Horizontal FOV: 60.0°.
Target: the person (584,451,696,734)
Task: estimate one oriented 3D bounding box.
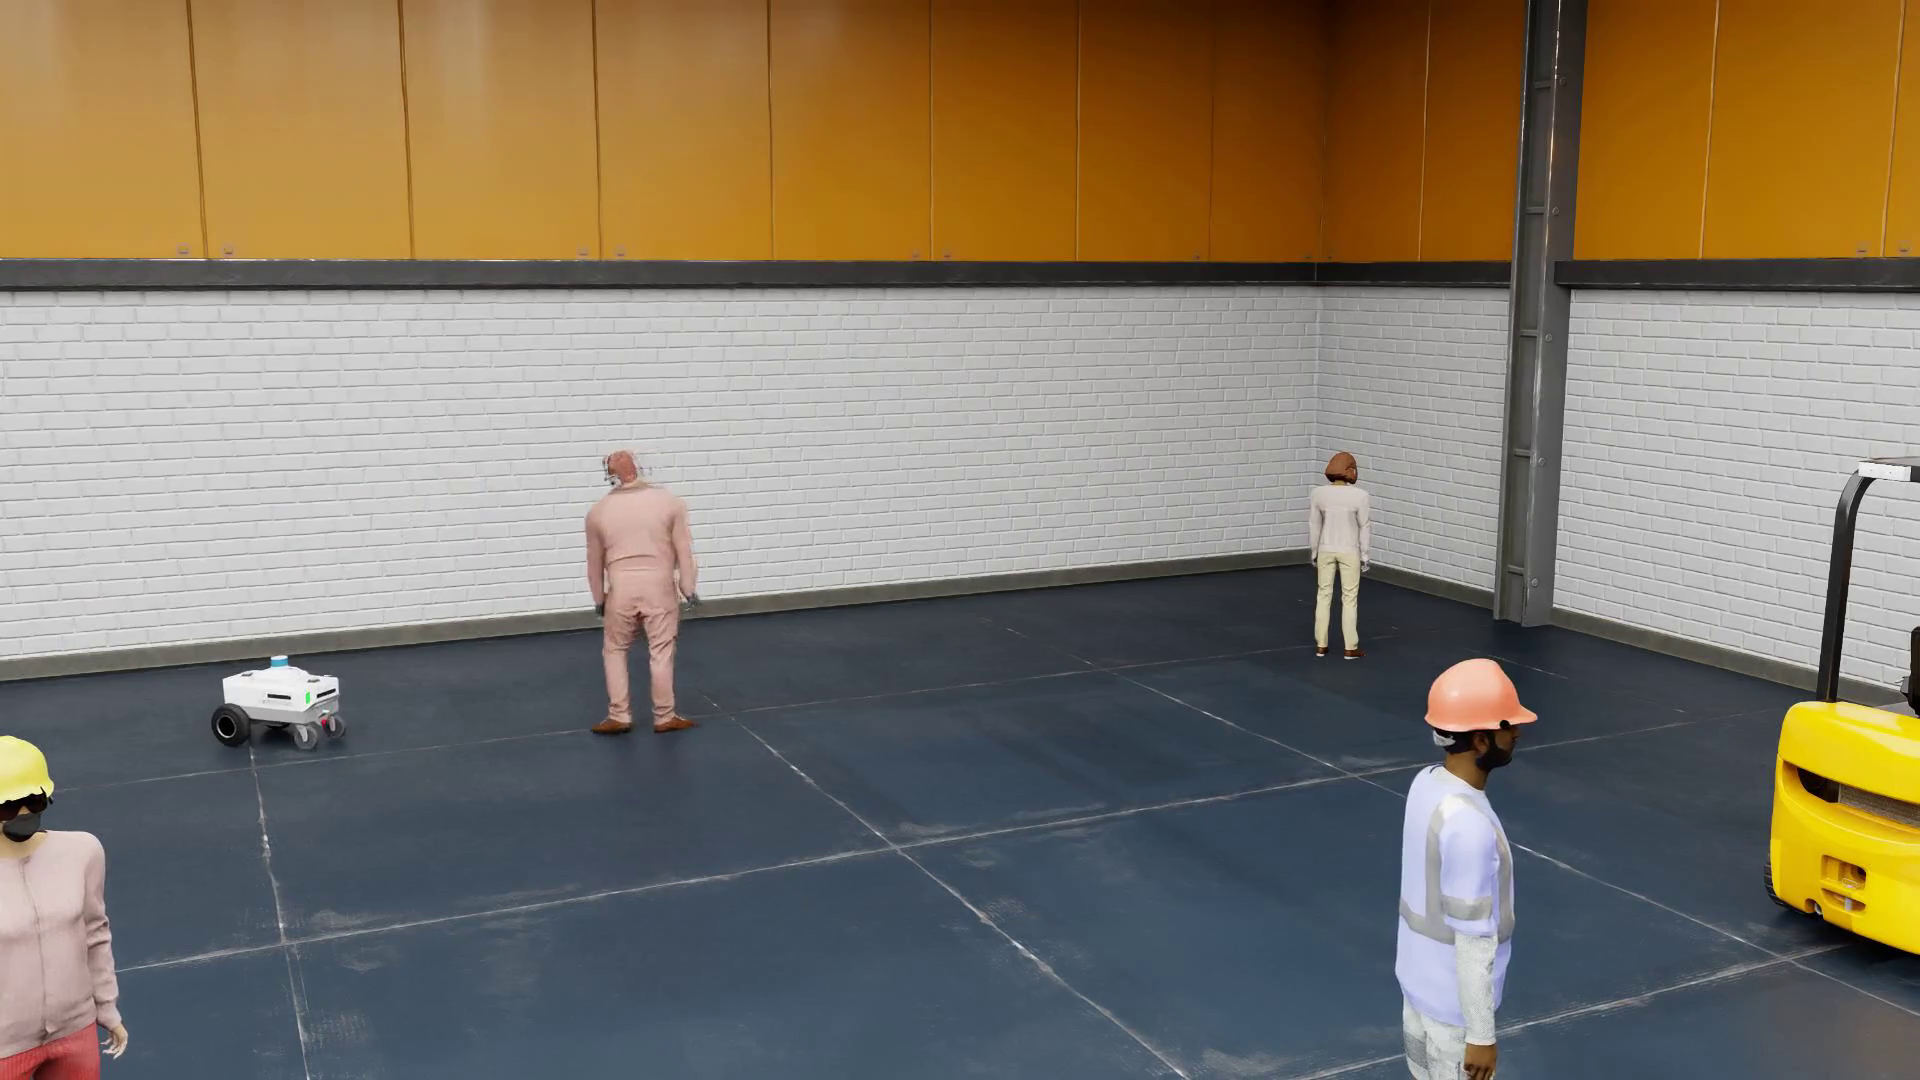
[{"bbox_3d":[-2.095,0.356,10.897,0.718,1.880,0.431,0,9,-2],"label":"person"}]

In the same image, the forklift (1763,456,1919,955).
[{"bbox_3d":[4.857,0.731,7.561,2.313,2.155,1.214,-4,10,-25],"label":"forklift"}]

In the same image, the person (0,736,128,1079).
[{"bbox_3d":[-2.612,1.408,4.685,0.310,1.768,0.533,6,11,32],"label":"person"}]

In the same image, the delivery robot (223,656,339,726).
[{"bbox_3d":[-4.375,0.990,10.729,0.707,0.478,0.477,3,10,18],"label":"delivery robot"}]

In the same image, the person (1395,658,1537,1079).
[{"bbox_3d":[1.453,1.297,4.831,0.353,1.942,0.546,0,9,0],"label":"person"}]

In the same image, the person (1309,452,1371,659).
[{"bbox_3d":[2.987,0.120,13.081,0.498,1.633,0.278,6,11,32],"label":"person"}]
